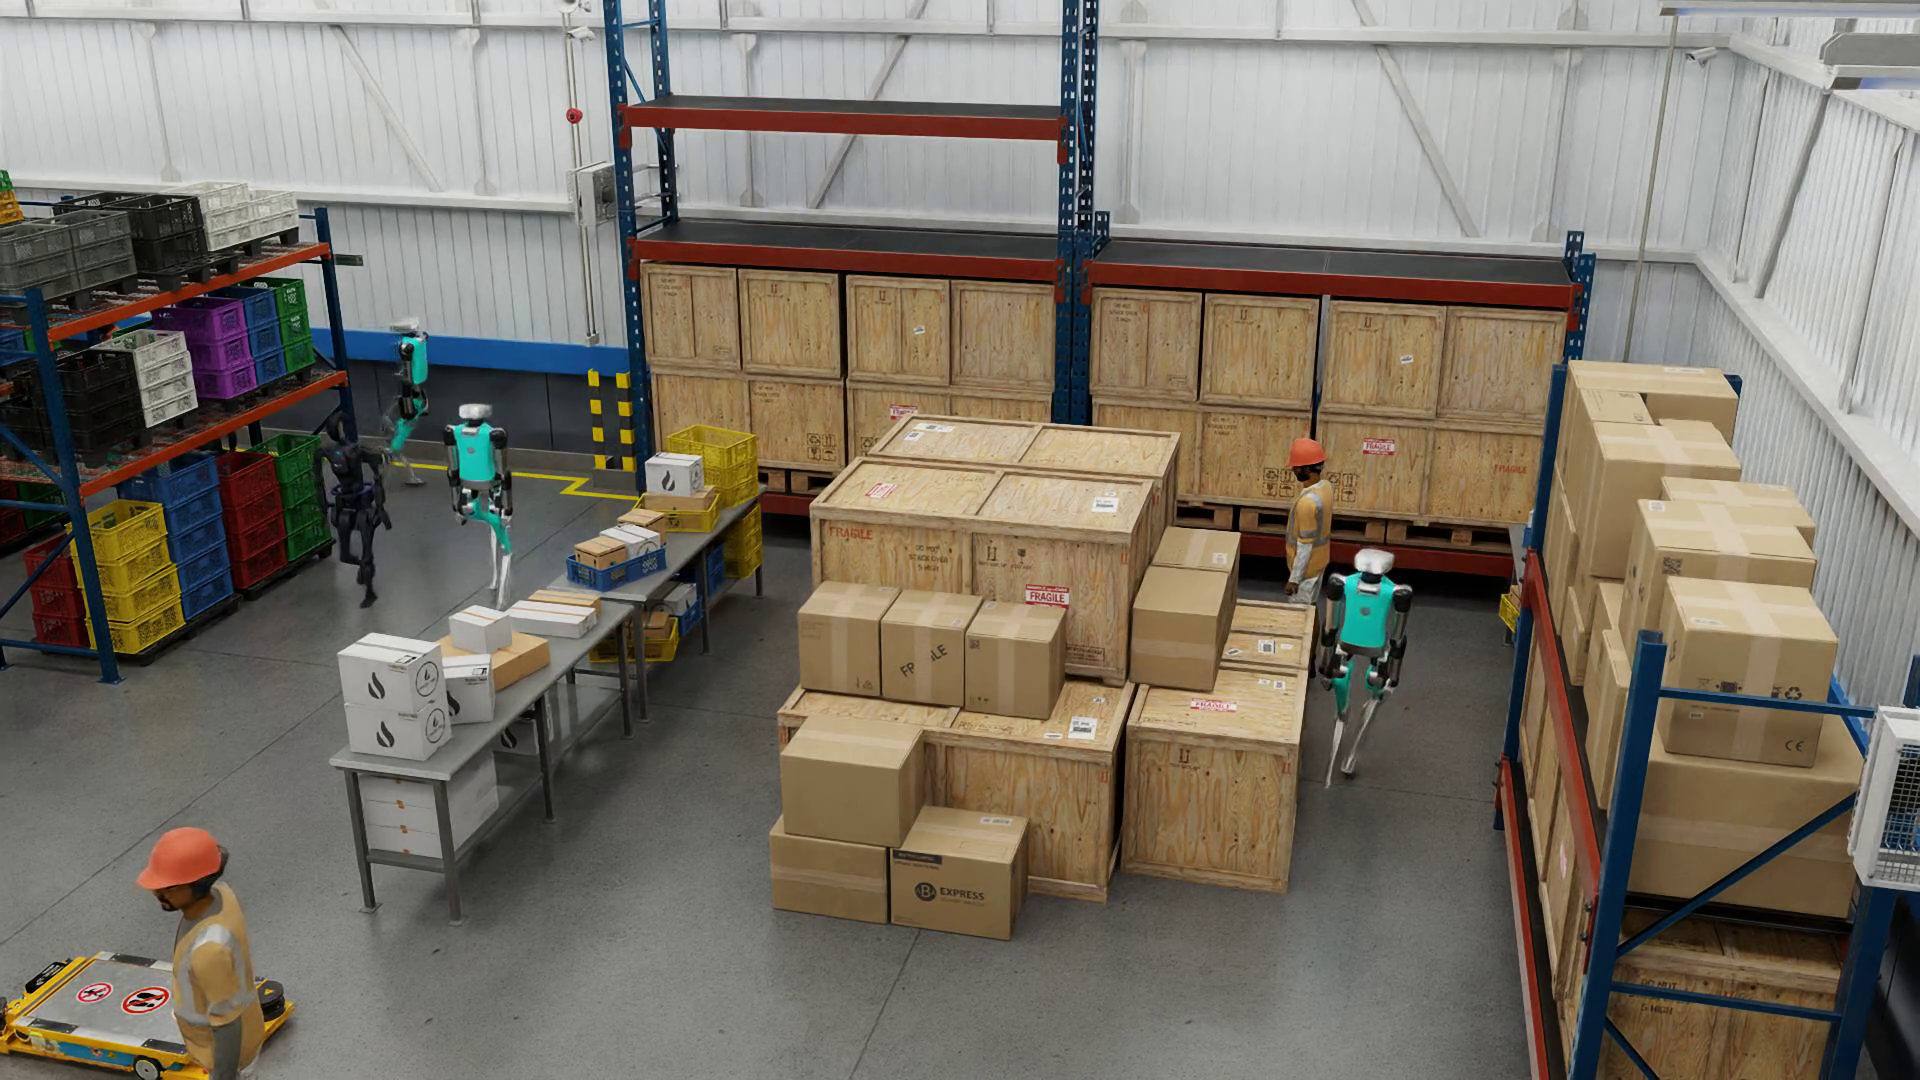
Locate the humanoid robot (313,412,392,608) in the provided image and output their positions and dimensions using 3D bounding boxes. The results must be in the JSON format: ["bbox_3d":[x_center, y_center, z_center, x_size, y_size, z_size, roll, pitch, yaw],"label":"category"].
[{"bbox_3d":[-5.012,-0.294,13.860,0.598,1.644,0.552,0,21,1],"label":"humanoid robot"}]

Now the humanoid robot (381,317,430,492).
[{"bbox_3d":[-5.561,-1.268,16.472,0.717,1.907,0.547,1,21,2],"label":"humanoid robot"}]

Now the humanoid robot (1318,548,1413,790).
[{"bbox_3d":[2.641,0.809,10.879,0.554,1.767,0.825,7,22,18],"label":"humanoid robot"}]

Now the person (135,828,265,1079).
[{"bbox_3d":[-3.132,2.117,7.023,0.372,2.045,0.606,-10,23,-24],"label":"person"}]

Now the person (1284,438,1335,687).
[{"bbox_3d":[2.523,0.179,12.255,0.367,1.928,0.542,10,23,24],"label":"person"}]

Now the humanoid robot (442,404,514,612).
[{"bbox_3d":[-3.900,-0.315,13.839,0.544,1.799,0.835,3,21,7],"label":"humanoid robot"}]

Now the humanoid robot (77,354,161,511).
[{"bbox_3d":[-7.699,-0.902,15.344,0.541,1.794,0.667,6,22,16],"label":"humanoid robot"}]

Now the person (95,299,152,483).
[{"bbox_3d":[-8.344,-1.464,16.565,0.589,1.919,0.399,14,25,33],"label":"person"}]

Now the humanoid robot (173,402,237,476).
[{"bbox_3d":[-6.965,-0.848,15.335,0.608,1.639,0.602,-2,21,-6],"label":"humanoid robot"}]

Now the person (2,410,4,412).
[{"bbox_3d":[-10.247,-1.708,17.364,0.916,1.815,0.545,2,21,6],"label":"person"}]

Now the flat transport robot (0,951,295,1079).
[{"bbox_3d":[-4.270,2.464,8.601,1.431,0.231,0.659,5,22,13],"label":"flat transport robot"}]
